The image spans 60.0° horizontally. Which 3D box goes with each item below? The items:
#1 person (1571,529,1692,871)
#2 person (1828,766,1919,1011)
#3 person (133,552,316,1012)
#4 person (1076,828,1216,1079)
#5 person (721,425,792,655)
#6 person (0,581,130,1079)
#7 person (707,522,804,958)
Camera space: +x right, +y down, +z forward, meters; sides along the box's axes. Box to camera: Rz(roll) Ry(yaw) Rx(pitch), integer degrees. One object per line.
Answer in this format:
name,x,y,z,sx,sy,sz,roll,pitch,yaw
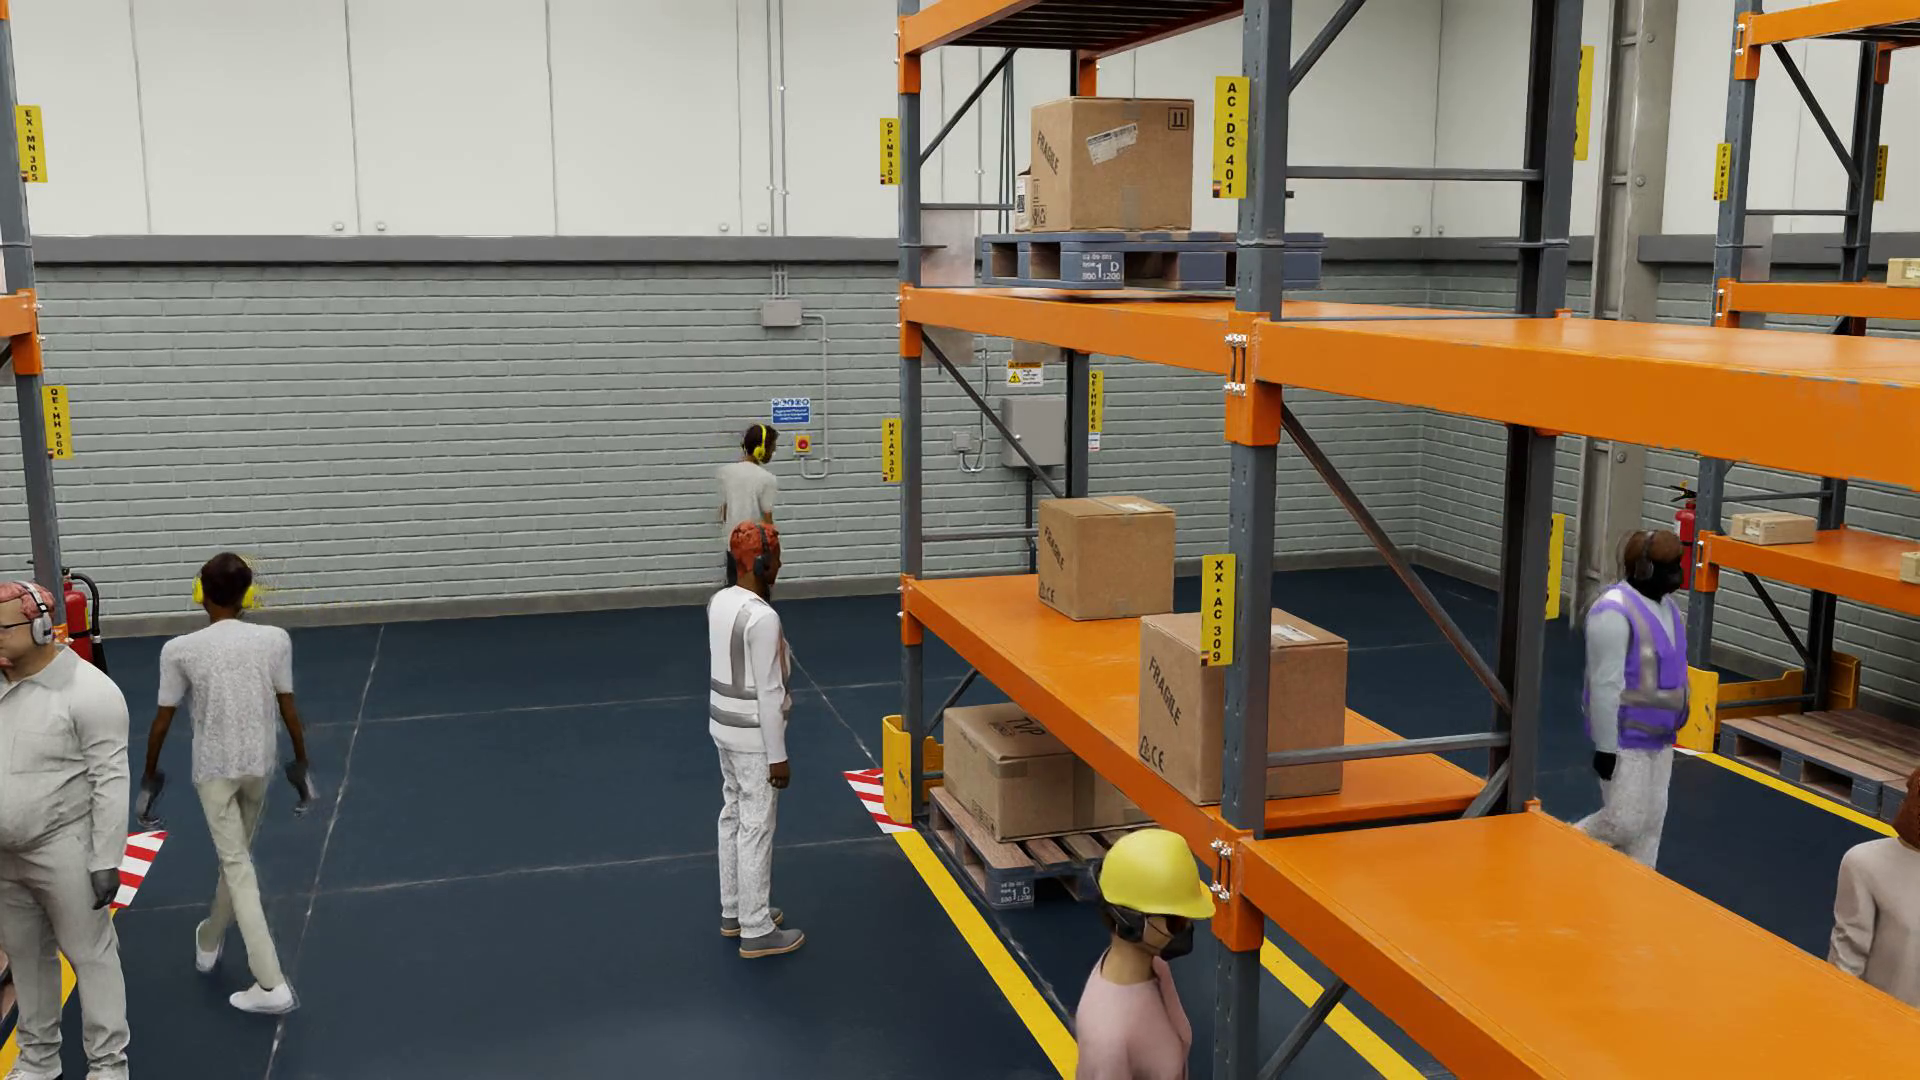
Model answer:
person,2.933,0.842,7.370,0.640,1.830,0.578,-9,13,-41
person,2.738,1.401,4.743,0.503,1.632,0.274,3,10,16
person,-3.000,0.964,6.745,0.924,1.804,0.628,10,14,43
person,0.404,1.504,3.801,0.324,1.763,0.528,3,10,16
person,-1.464,0.082,11.771,0.502,1.814,0.882,3,10,17
person,-3.205,1.080,5.794,0.639,1.910,0.406,3,10,15
person,-0.896,0.853,7.181,0.359,1.880,0.575,-6,11,-29
